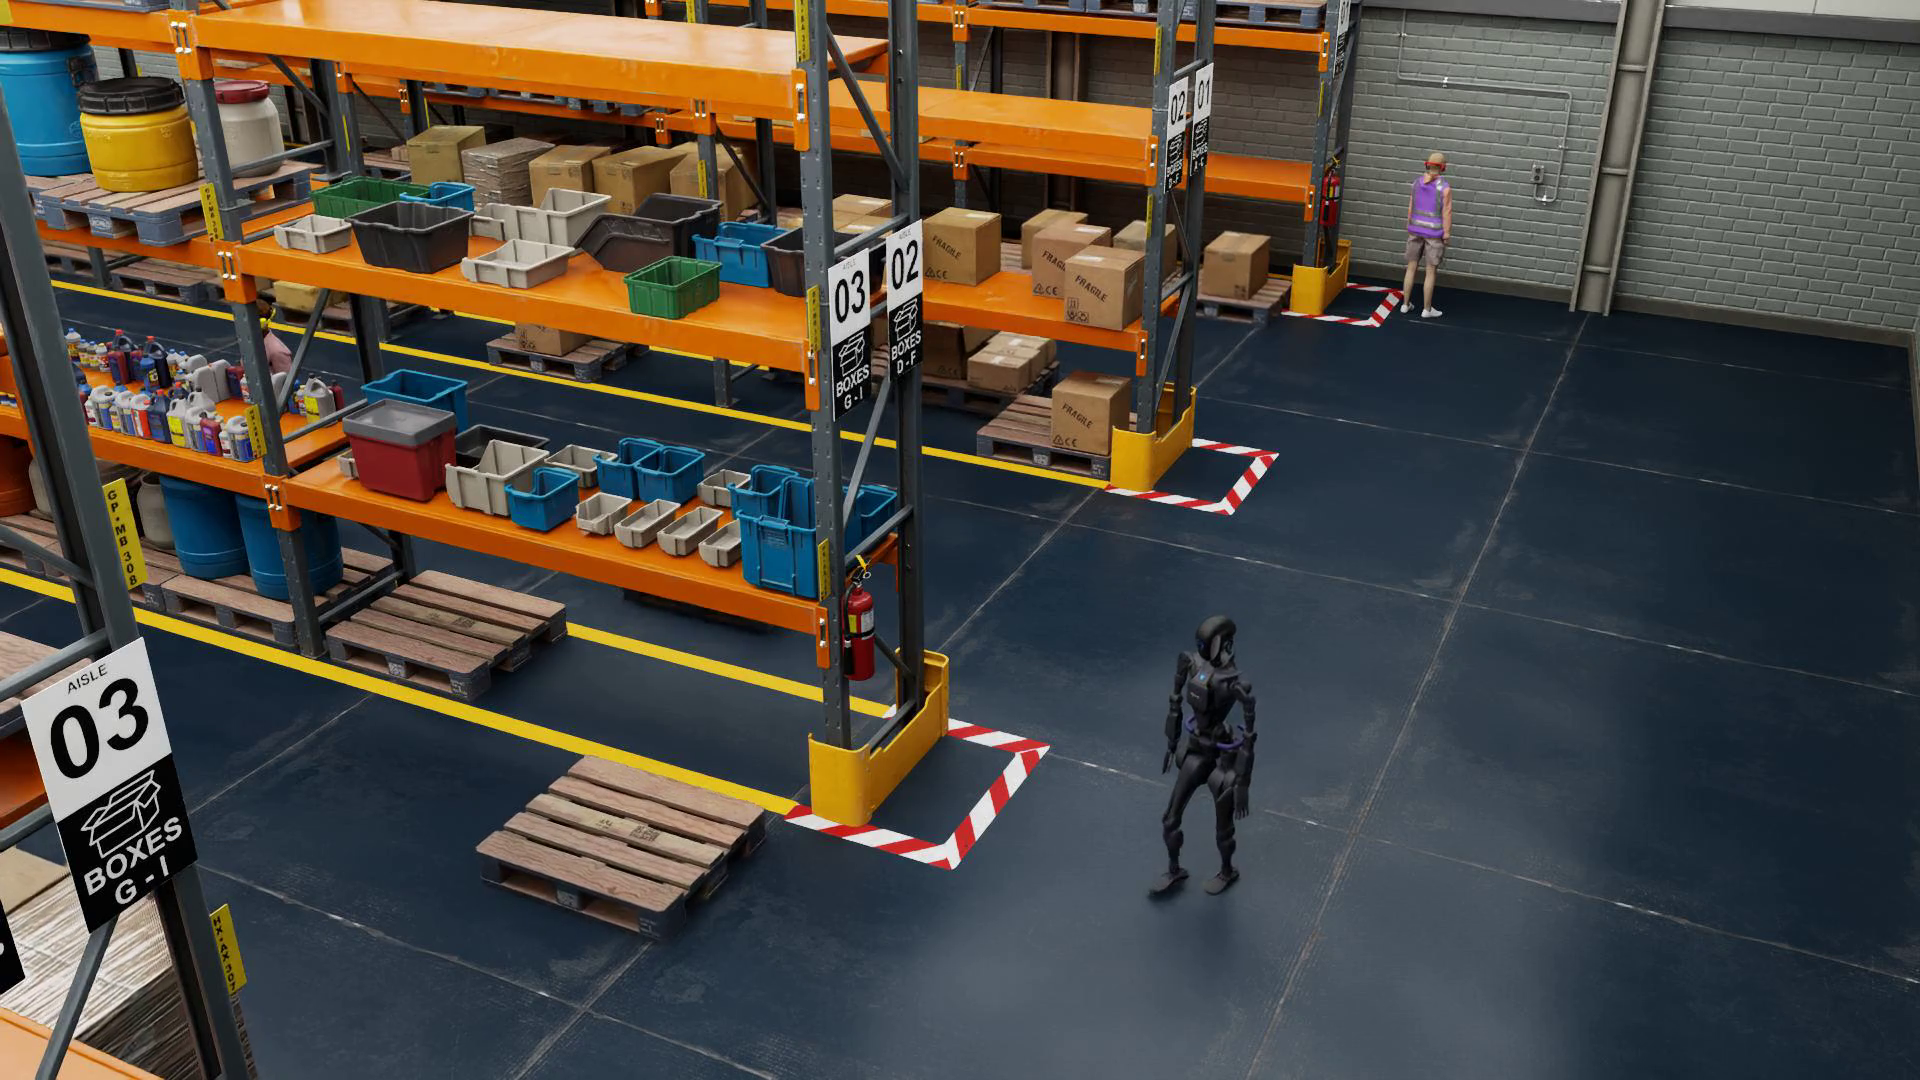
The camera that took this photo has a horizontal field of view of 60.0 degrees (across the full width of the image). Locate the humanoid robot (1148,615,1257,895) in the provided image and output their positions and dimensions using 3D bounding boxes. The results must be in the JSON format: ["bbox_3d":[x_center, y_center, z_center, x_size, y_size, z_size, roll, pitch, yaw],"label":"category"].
[{"bbox_3d":[1.272,1.117,8.460,0.504,1.647,0.584,-21,33,-36],"label":"humanoid robot"}]

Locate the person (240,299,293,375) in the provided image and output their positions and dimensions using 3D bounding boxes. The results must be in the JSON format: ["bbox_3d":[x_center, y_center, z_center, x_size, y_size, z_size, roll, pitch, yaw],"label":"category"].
[{"bbox_3d":[-5.141,-0.940,12.482,0.514,1.801,0.332,17,31,31],"label":"person"}]

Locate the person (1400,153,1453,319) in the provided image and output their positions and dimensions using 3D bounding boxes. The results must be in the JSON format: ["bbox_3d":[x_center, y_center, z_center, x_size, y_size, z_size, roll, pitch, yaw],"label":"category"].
[{"bbox_3d":[4.773,-3.105,16.983,0.348,1.694,0.492,-24,35,-39],"label":"person"}]
